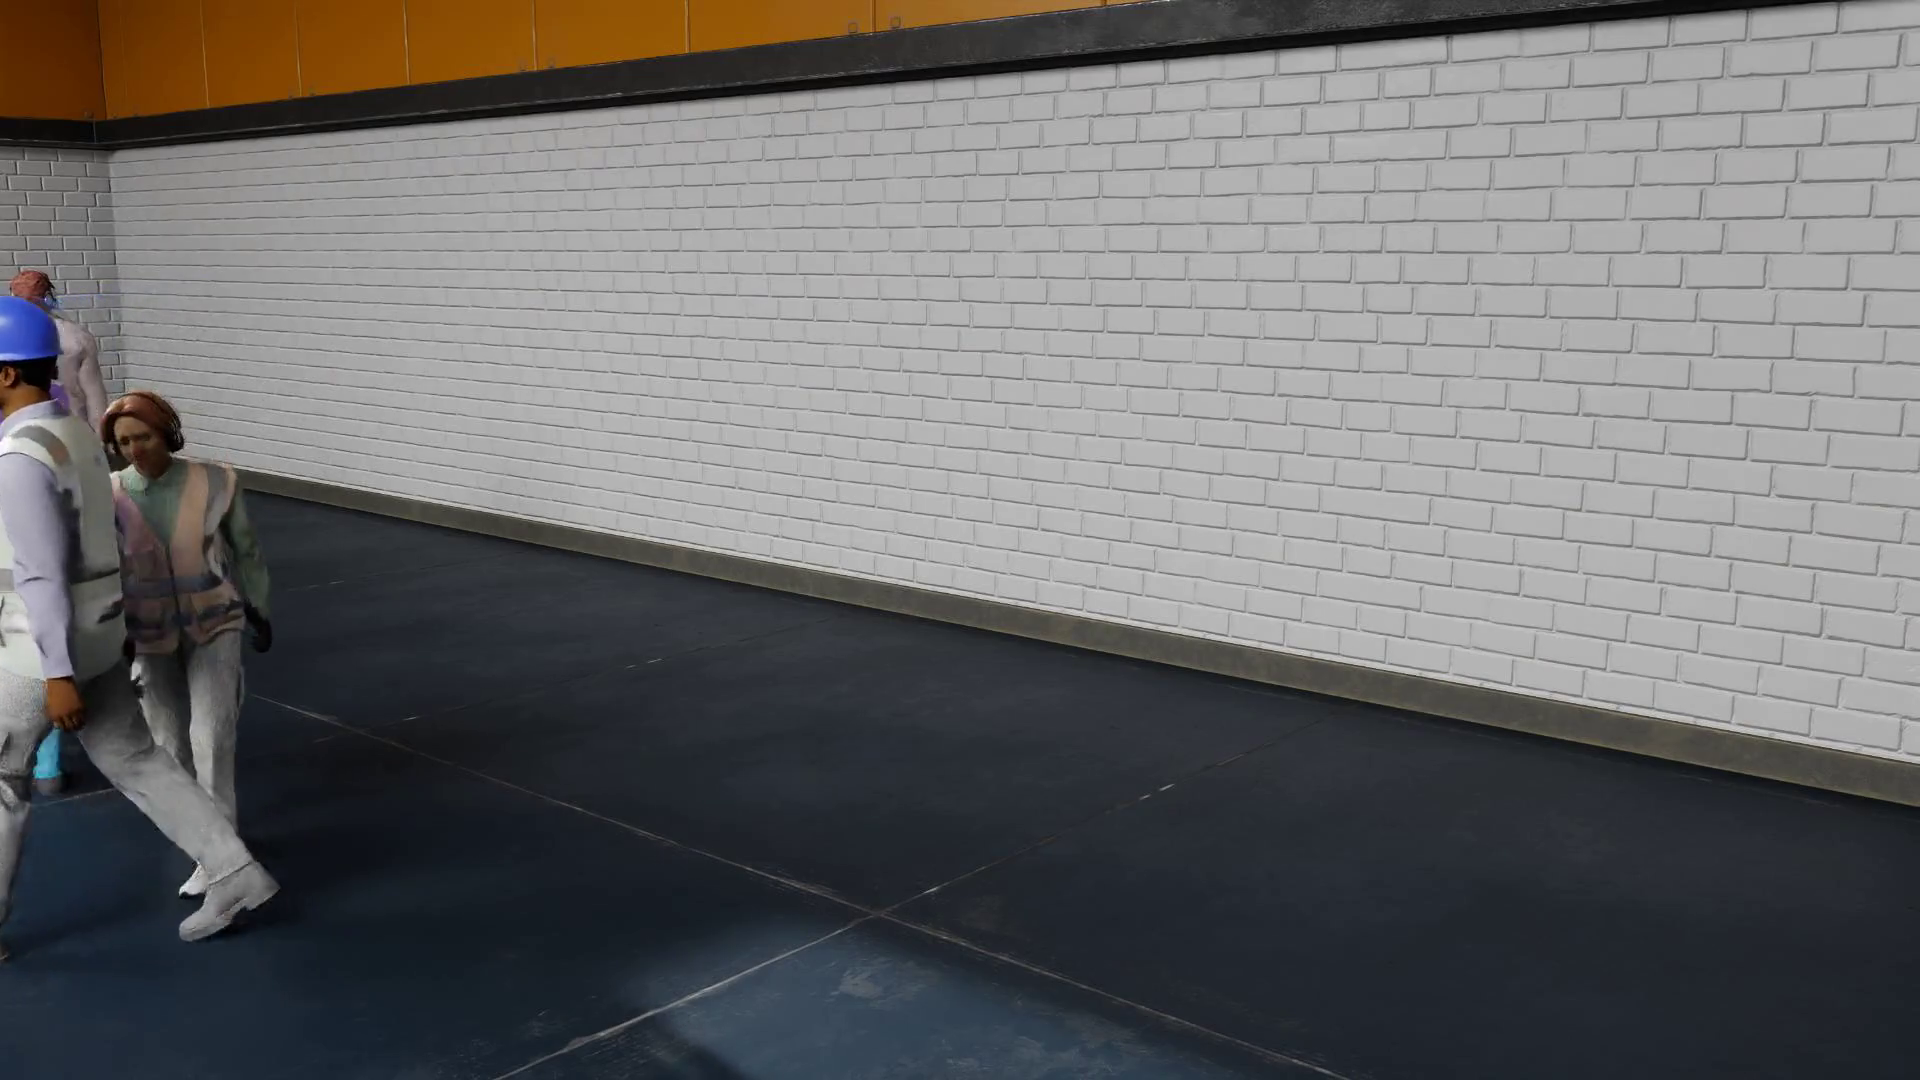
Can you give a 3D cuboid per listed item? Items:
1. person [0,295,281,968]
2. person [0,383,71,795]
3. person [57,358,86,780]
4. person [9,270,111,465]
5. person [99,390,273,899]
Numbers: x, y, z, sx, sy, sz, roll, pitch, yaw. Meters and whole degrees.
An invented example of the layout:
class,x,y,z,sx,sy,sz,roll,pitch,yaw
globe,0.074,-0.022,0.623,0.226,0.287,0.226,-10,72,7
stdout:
class,x,y,z,sx,sy,sz,roll,pitch,yaw
person,-2.488,0.268,4.679,0.996,1.912,0.615,-2,10,-10
person,-3.618,0.034,6.211,0.731,1.820,0.558,8,13,40
person,-3.569,0.034,6.372,0.328,1.767,0.531,-3,10,-16
person,-5.103,-0.549,9.313,0.639,1.902,0.406,-3,11,-19
person,-2.475,0.314,5.293,0.530,1.592,0.763,-4,11,-23
